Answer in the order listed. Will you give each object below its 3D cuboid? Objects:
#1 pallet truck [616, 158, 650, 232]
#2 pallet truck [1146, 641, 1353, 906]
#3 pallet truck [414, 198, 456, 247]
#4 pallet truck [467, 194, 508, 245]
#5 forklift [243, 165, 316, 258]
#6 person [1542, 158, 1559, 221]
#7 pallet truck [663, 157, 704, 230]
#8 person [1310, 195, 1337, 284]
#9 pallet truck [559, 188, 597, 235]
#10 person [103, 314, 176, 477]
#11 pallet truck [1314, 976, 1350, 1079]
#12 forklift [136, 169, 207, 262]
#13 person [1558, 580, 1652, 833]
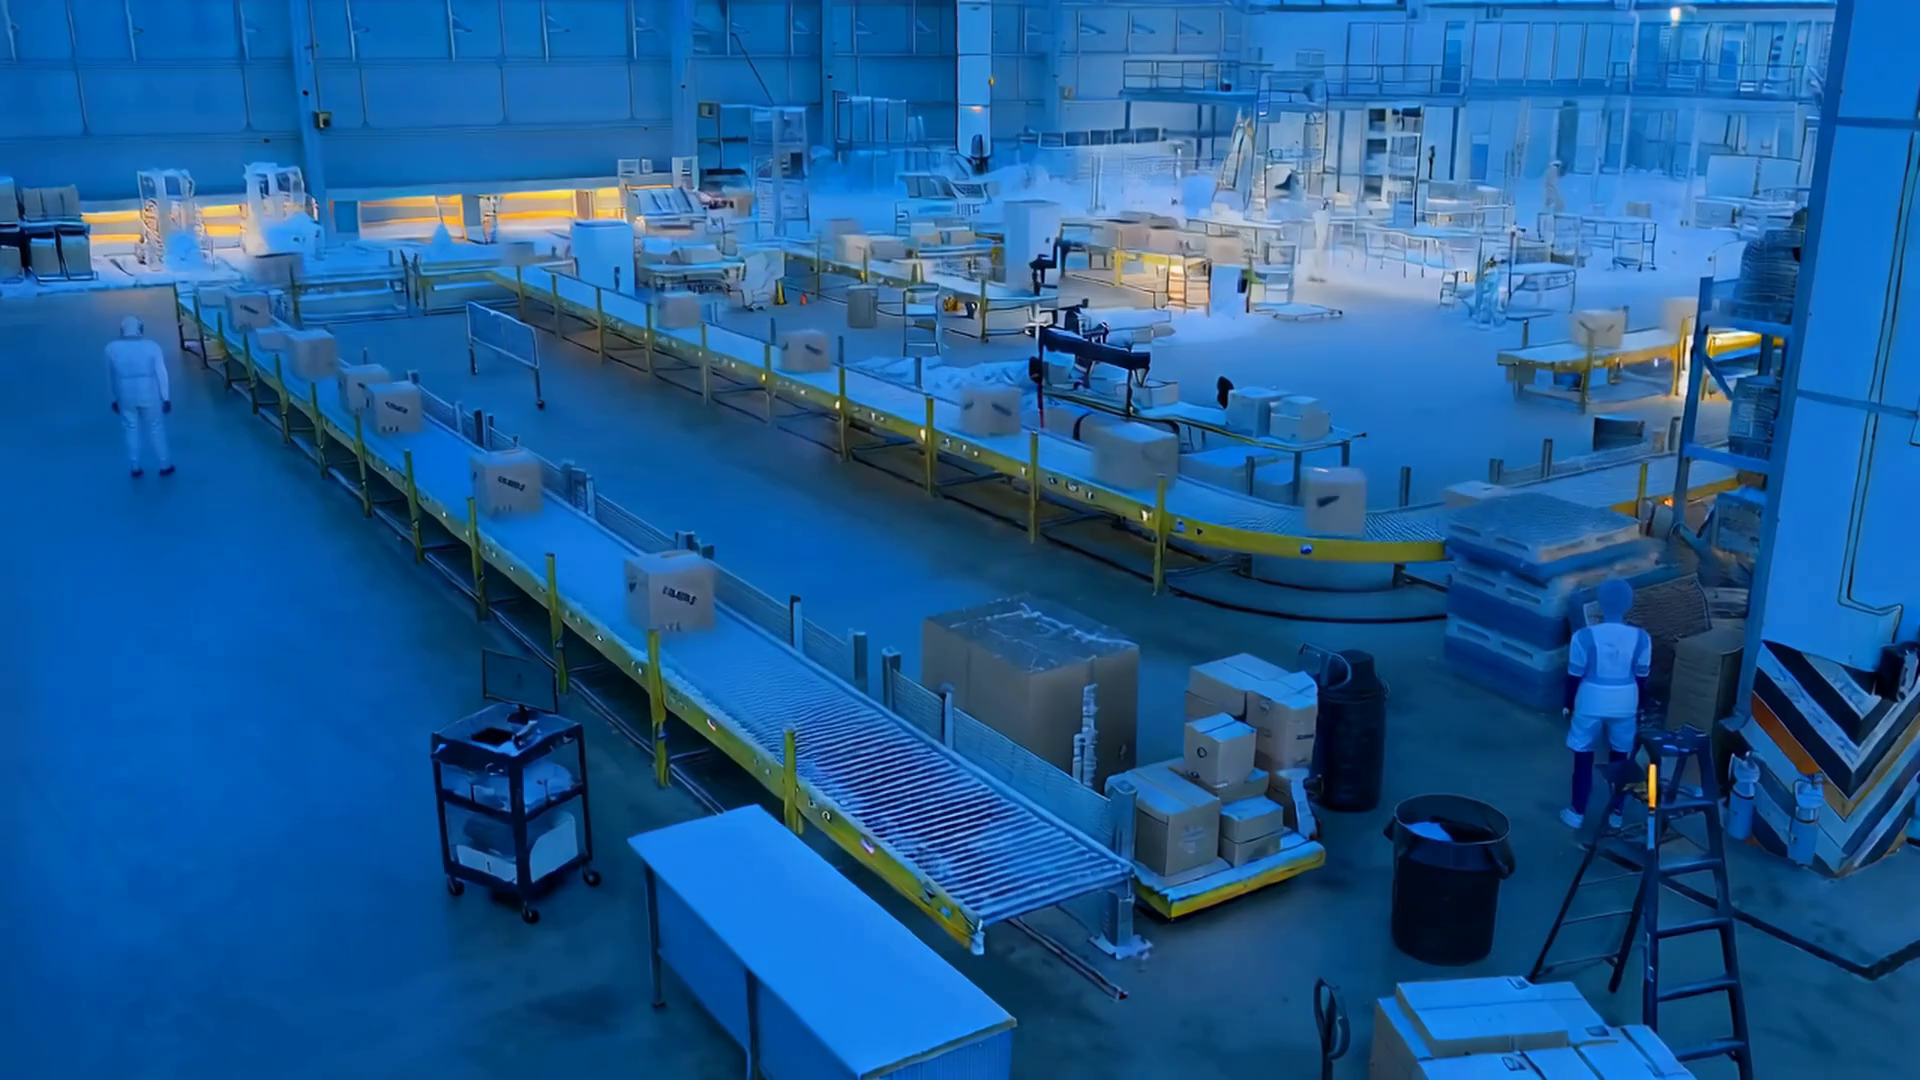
[{"bbox_3d":[-8.918,-9.176,44.255,0.823,1.965,1.885,-9,19,-27],"label":"pallet truck"},{"bbox_3d":[1.664,1.407,10.232,1.630,1.274,0.653,-10,20,-31],"label":"pallet truck"},{"bbox_3d":[-13.250,-8.060,41.856,0.680,1.201,1.601,-10,20,-31],"label":"pallet truck"},{"bbox_3d":[-11.983,-8.177,42.137,0.704,1.261,1.522,-11,20,-33],"label":"pallet truck"},{"bbox_3d":[-15.898,-7.669,38.708,1.157,1.987,2.680,-11,20,-33],"label":"forklift"},{"bbox_3d":[16.784,-9.939,47.192,0.312,1.768,0.524,-8,18,-24],"label":"person"},{"bbox_3d":[-7.586,-9.308,44.692,0.823,1.965,1.885,-11,20,-33],"label":"pallet truck"},{"bbox_3d":[7.710,-6.319,35.010,0.724,1.847,0.530,14,22,39],"label":"person"},{"bbox_3d":[-10.010,-8.652,43.699,0.653,1.274,1.630,-10,20,-31],"label":"pallet truck"},{"bbox_3d":[-9.608,-1.692,19.510,0.650,1.905,0.405,-4,17,-13],"label":"person"},{"bbox_3d":[2.299,2.390,7.086,1.601,1.201,0.680,-2,17,-7],"label":"pallet truck"},{"bbox_3d":[-17.842,-7.318,37.559,1.157,1.987,2.680,-10,20,-31],"label":"forklift"},{"bbox_3d":[4.124,1.073,10.661,0.530,1.697,0.321,1,17,3],"label":"person"}]
